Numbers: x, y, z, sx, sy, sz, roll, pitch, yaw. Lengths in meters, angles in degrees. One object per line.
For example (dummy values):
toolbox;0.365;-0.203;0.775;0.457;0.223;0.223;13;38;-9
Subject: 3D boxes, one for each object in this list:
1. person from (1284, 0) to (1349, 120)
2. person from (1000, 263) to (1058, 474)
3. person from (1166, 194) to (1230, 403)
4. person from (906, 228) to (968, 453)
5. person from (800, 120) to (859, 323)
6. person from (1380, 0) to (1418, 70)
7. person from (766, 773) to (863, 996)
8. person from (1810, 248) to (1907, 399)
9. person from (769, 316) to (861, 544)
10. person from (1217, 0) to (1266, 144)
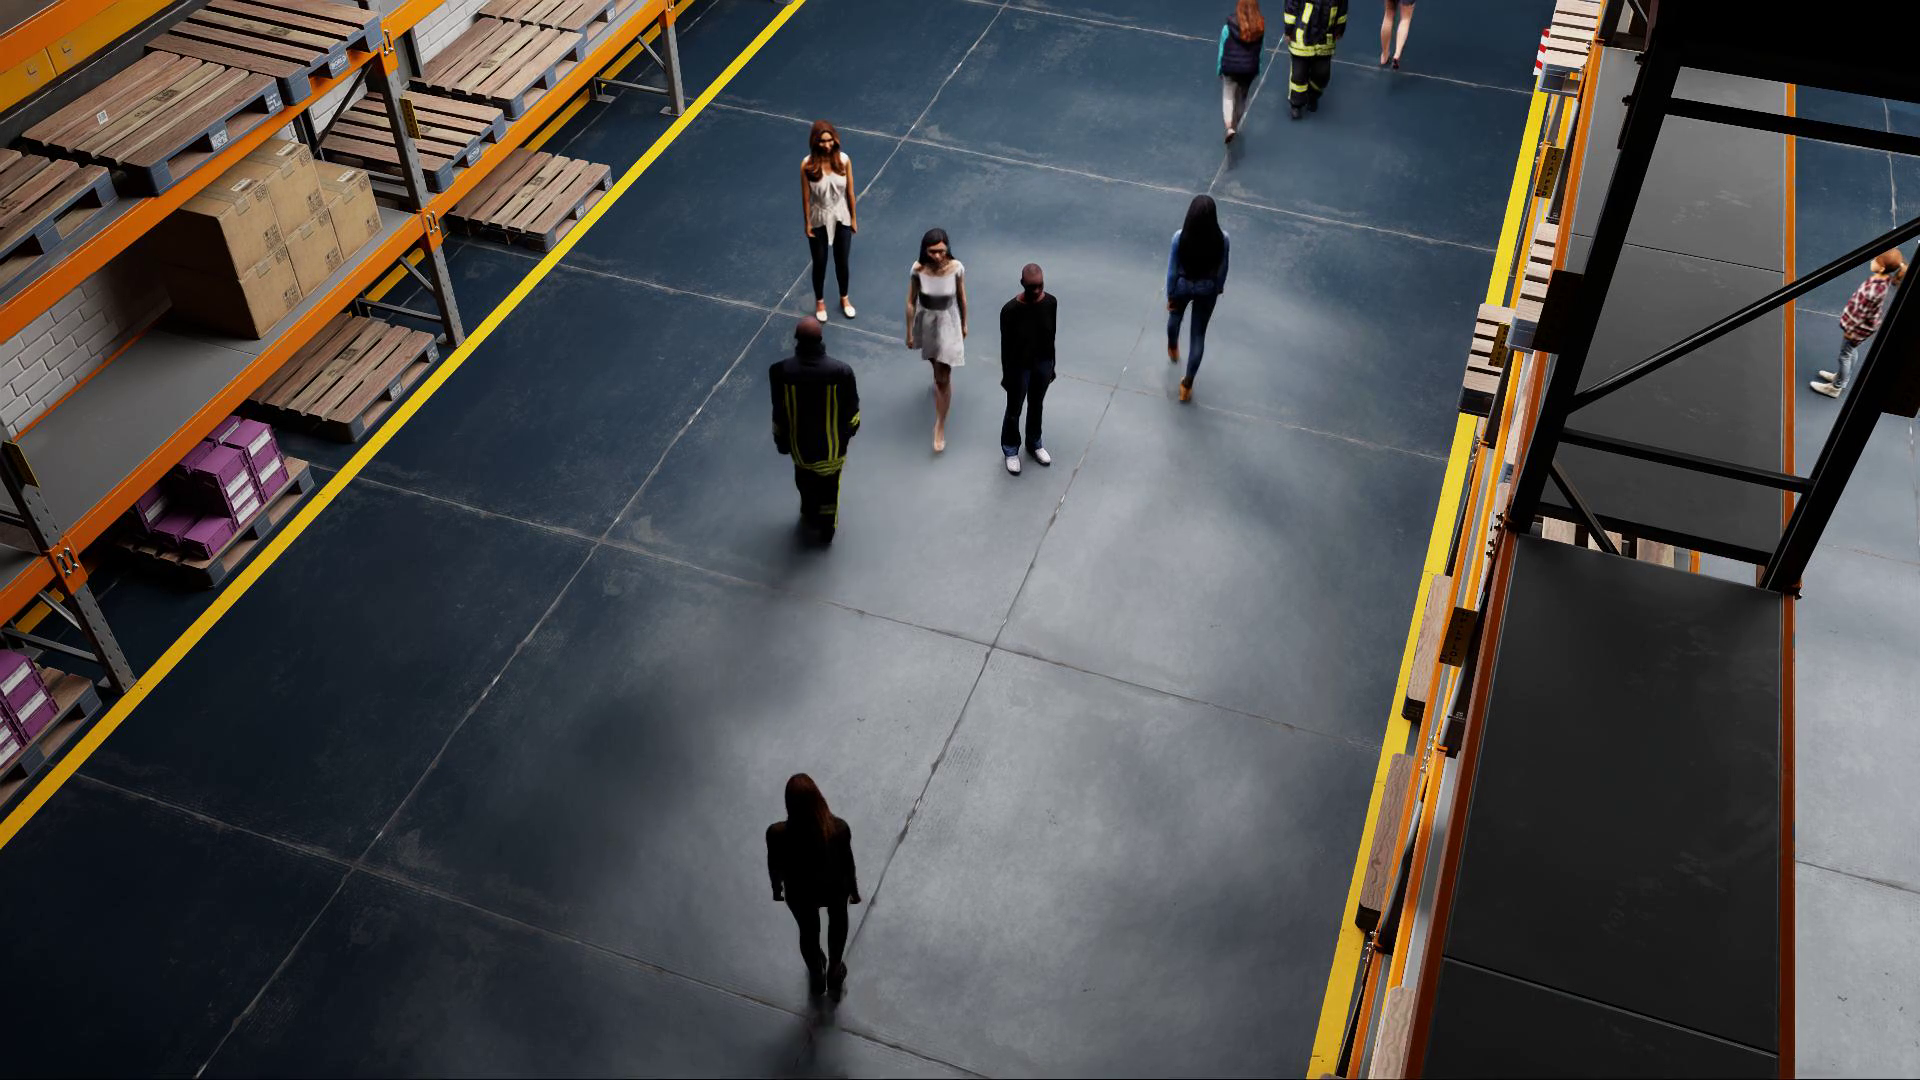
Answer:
person;3.379;-4.950;15.862;0.844;1.853;0.814;2;44;2
person;0.493;-1.274;12.079;0.674;1.749;0.732;-17;46;-17
person;1.793;-1.802;12.680;0.751;1.684;1.068;6;44;6
person;-0.179;-1.609;12.449;0.871;1.724;1.261;1;44;1
person;-1.061;-2.582;13.427;0.663;1.783;0.691;-10;45;-11
person;4.370;-5.455;16.495;0.612;1.712;0.820;12;45;13
person;-0.760;1.915;8.767;0.737;1.700;0.759;-3;44;-3
person;6.959;-1.679;12.826;0.637;1.305;0.523;28;50;26
person;-1.001;-0.707;11.443;0.878;1.805;0.911;1;44;1
person;2.610;-4.366;15.520;0.693;1.479;0.840;2;44;2
